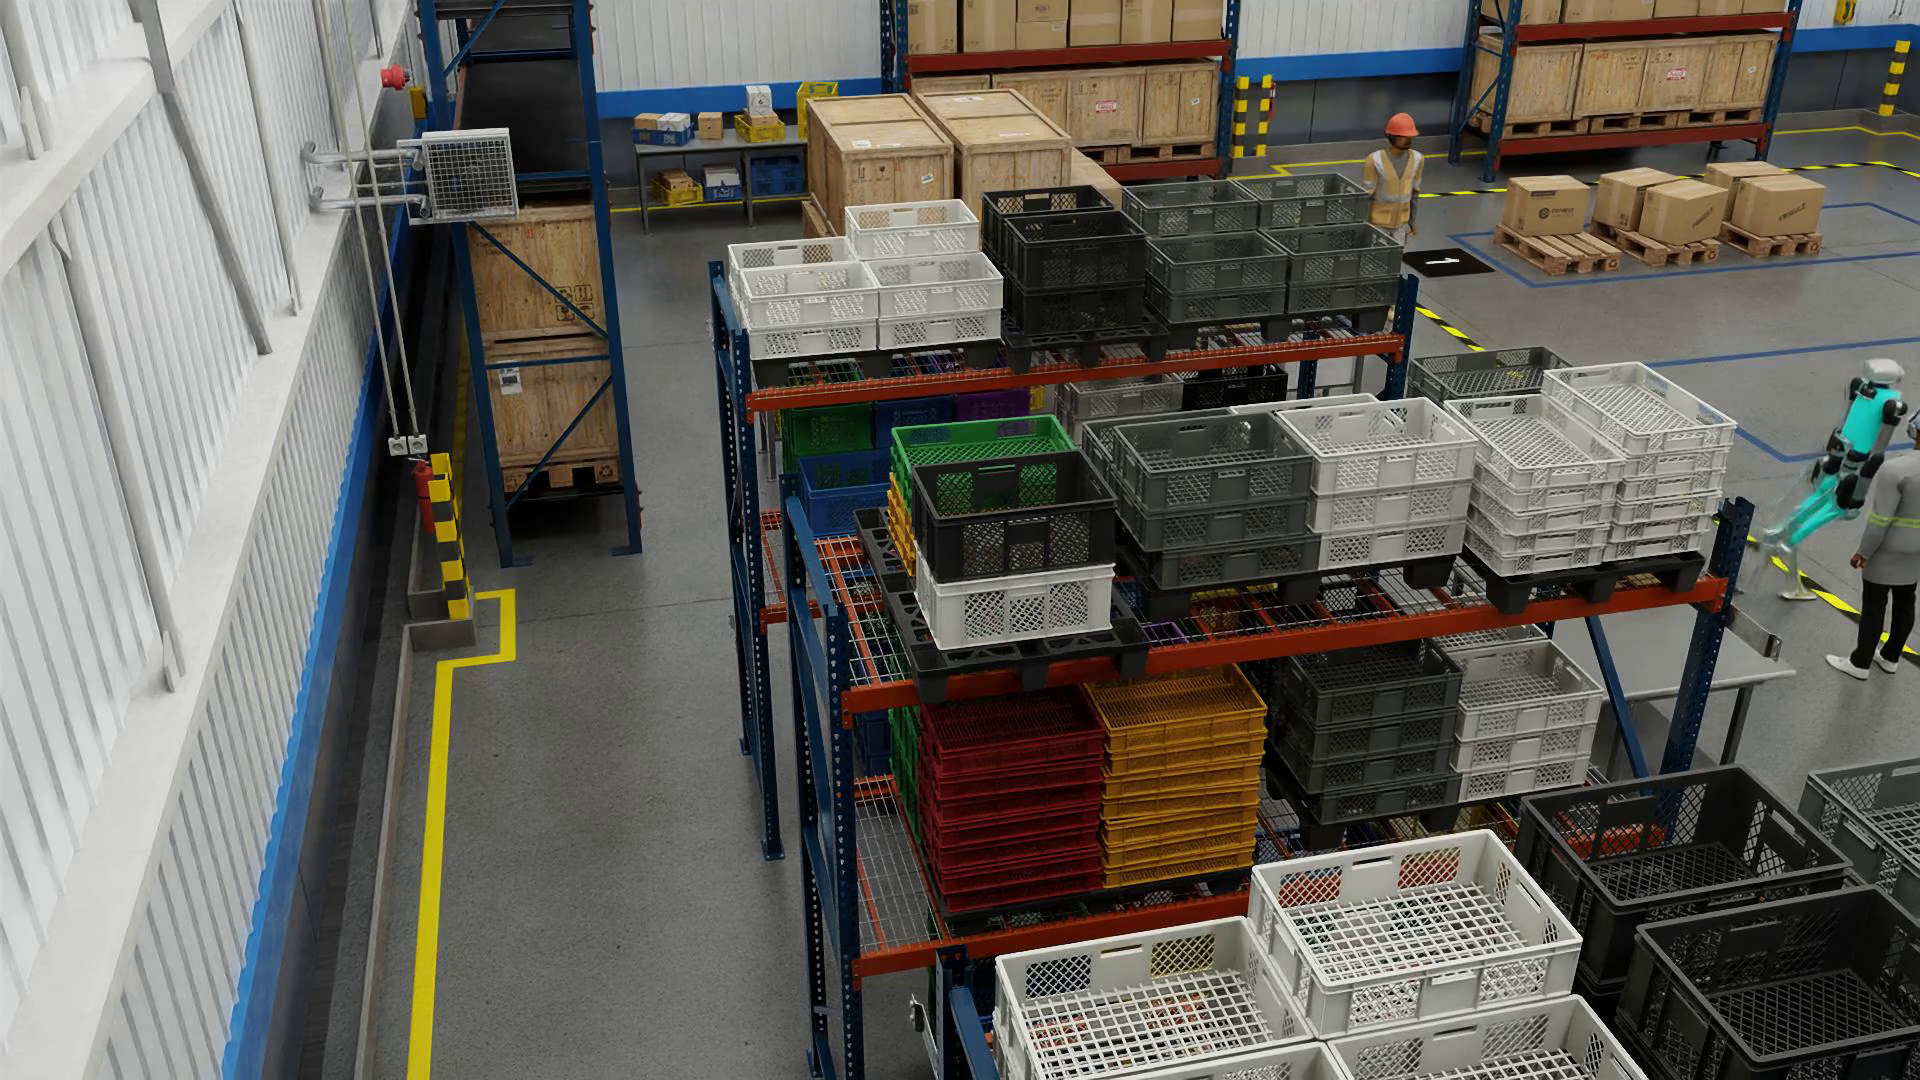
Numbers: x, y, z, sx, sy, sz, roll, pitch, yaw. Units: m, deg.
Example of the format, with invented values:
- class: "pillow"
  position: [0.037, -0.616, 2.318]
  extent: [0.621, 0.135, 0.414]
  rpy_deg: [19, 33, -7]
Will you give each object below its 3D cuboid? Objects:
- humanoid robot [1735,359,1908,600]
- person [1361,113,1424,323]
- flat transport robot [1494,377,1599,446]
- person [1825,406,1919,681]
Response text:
- class: "humanoid robot"
  position: [5.712, -0.311, 11.175]
  extent: [0.833, 1.871, 0.548]
  rpy_deg: [-1, 28, -2]
- class: "person"
  position: [4.122, -3.067, 15.963]
  extent: [0.613, 2.044, 0.368]
  rpy_deg: [-7, 29, -13]
- class: "flat transport robot"
  position: [4.780, -1.036, 14.013]
  extent: [0.659, 0.231, 1.431]
  rpy_deg: [-6, 28, -12]
- class: "person"
  position: [5.810, 0.010, 10.333]
  extent: [0.589, 1.848, 0.403]
  rpy_deg: [-7, 29, -13]
